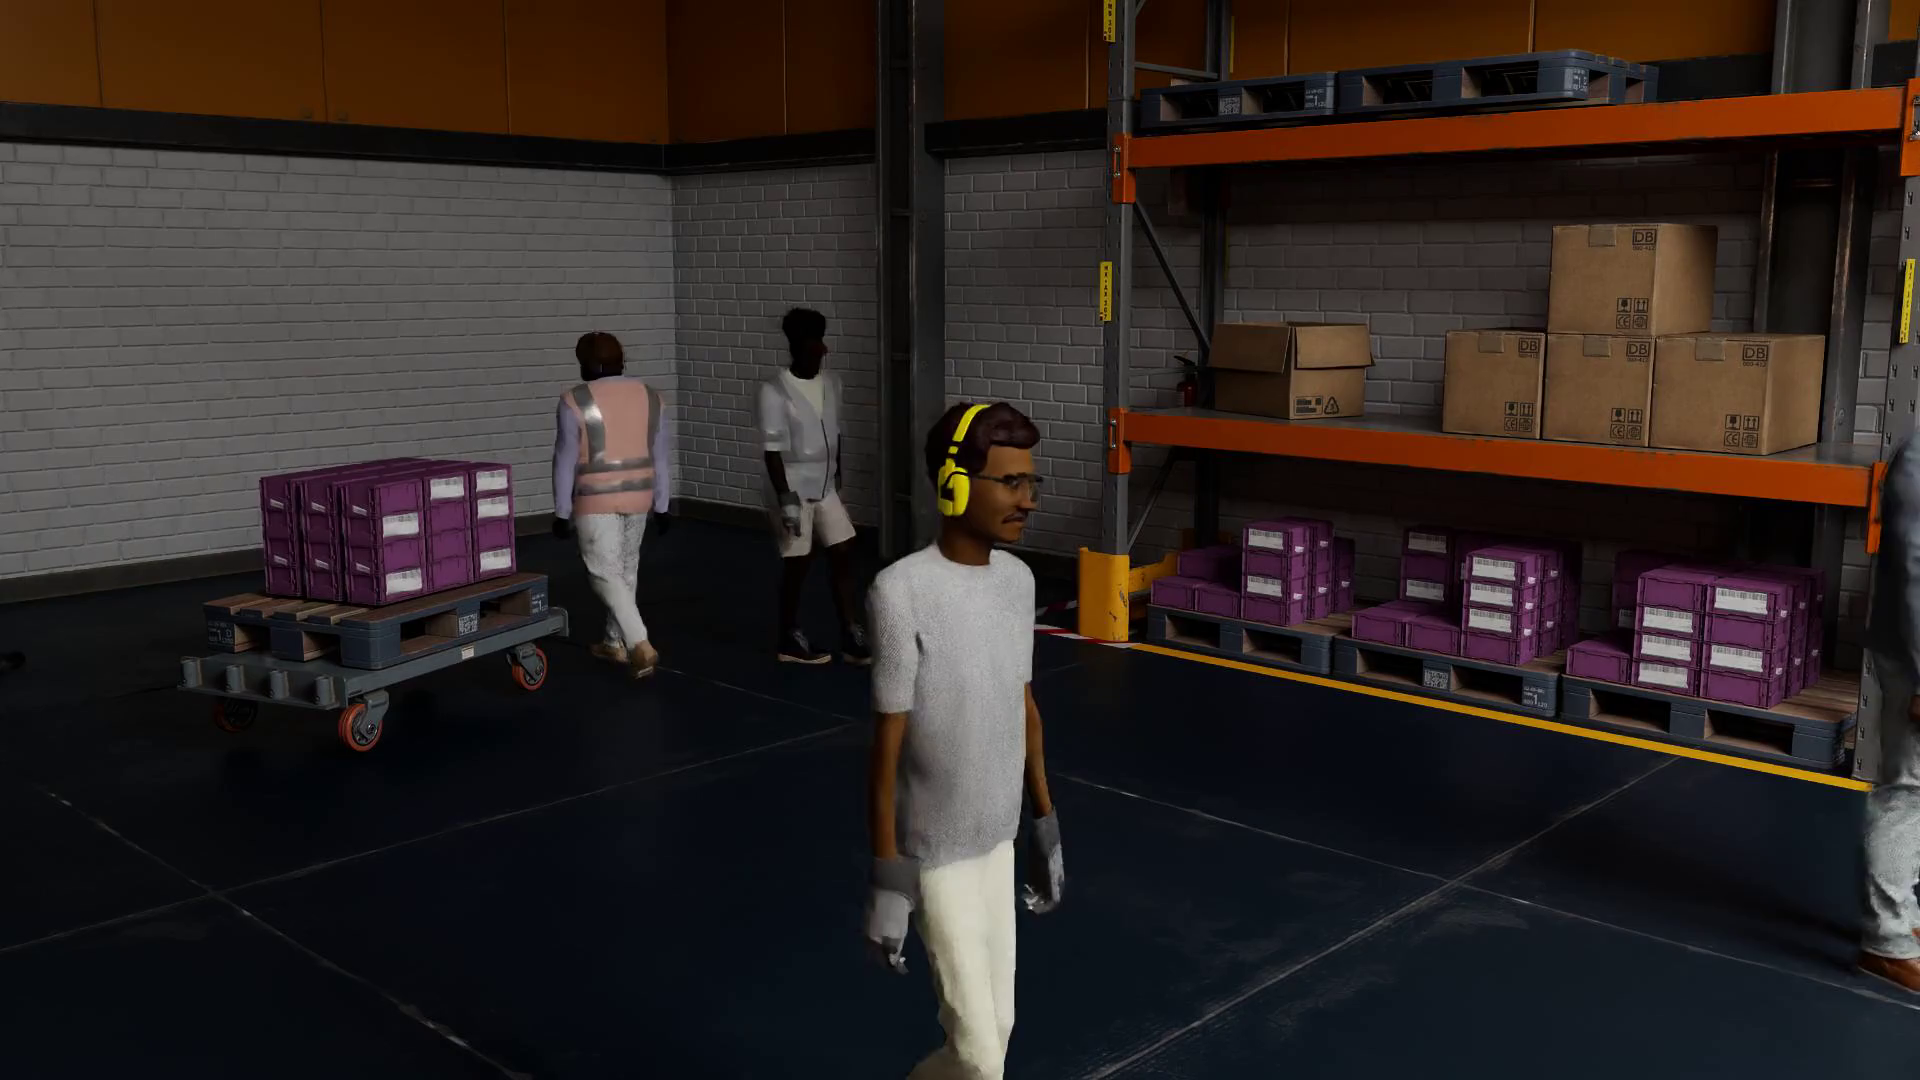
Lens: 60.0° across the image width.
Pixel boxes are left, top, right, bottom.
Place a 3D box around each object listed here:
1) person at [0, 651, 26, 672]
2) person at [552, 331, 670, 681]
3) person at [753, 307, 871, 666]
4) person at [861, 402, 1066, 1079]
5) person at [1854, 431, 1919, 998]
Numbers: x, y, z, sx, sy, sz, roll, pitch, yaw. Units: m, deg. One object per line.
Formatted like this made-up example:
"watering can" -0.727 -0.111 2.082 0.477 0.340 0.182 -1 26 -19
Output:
"person" -5.383 -0.179 8.398 0.558 1.890 0.977 8 12 40
"person" -1.781 -0.178 8.648 0.627 1.813 0.870 -9 13 -43
"person" -0.736 -0.251 8.709 0.731 1.922 0.703 7 11 36
"person" 0.019 0.645 3.411 0.387 1.856 0.564 7 11 35
"person" 2.876 0.367 4.894 0.376 1.936 0.639 7 12 38
